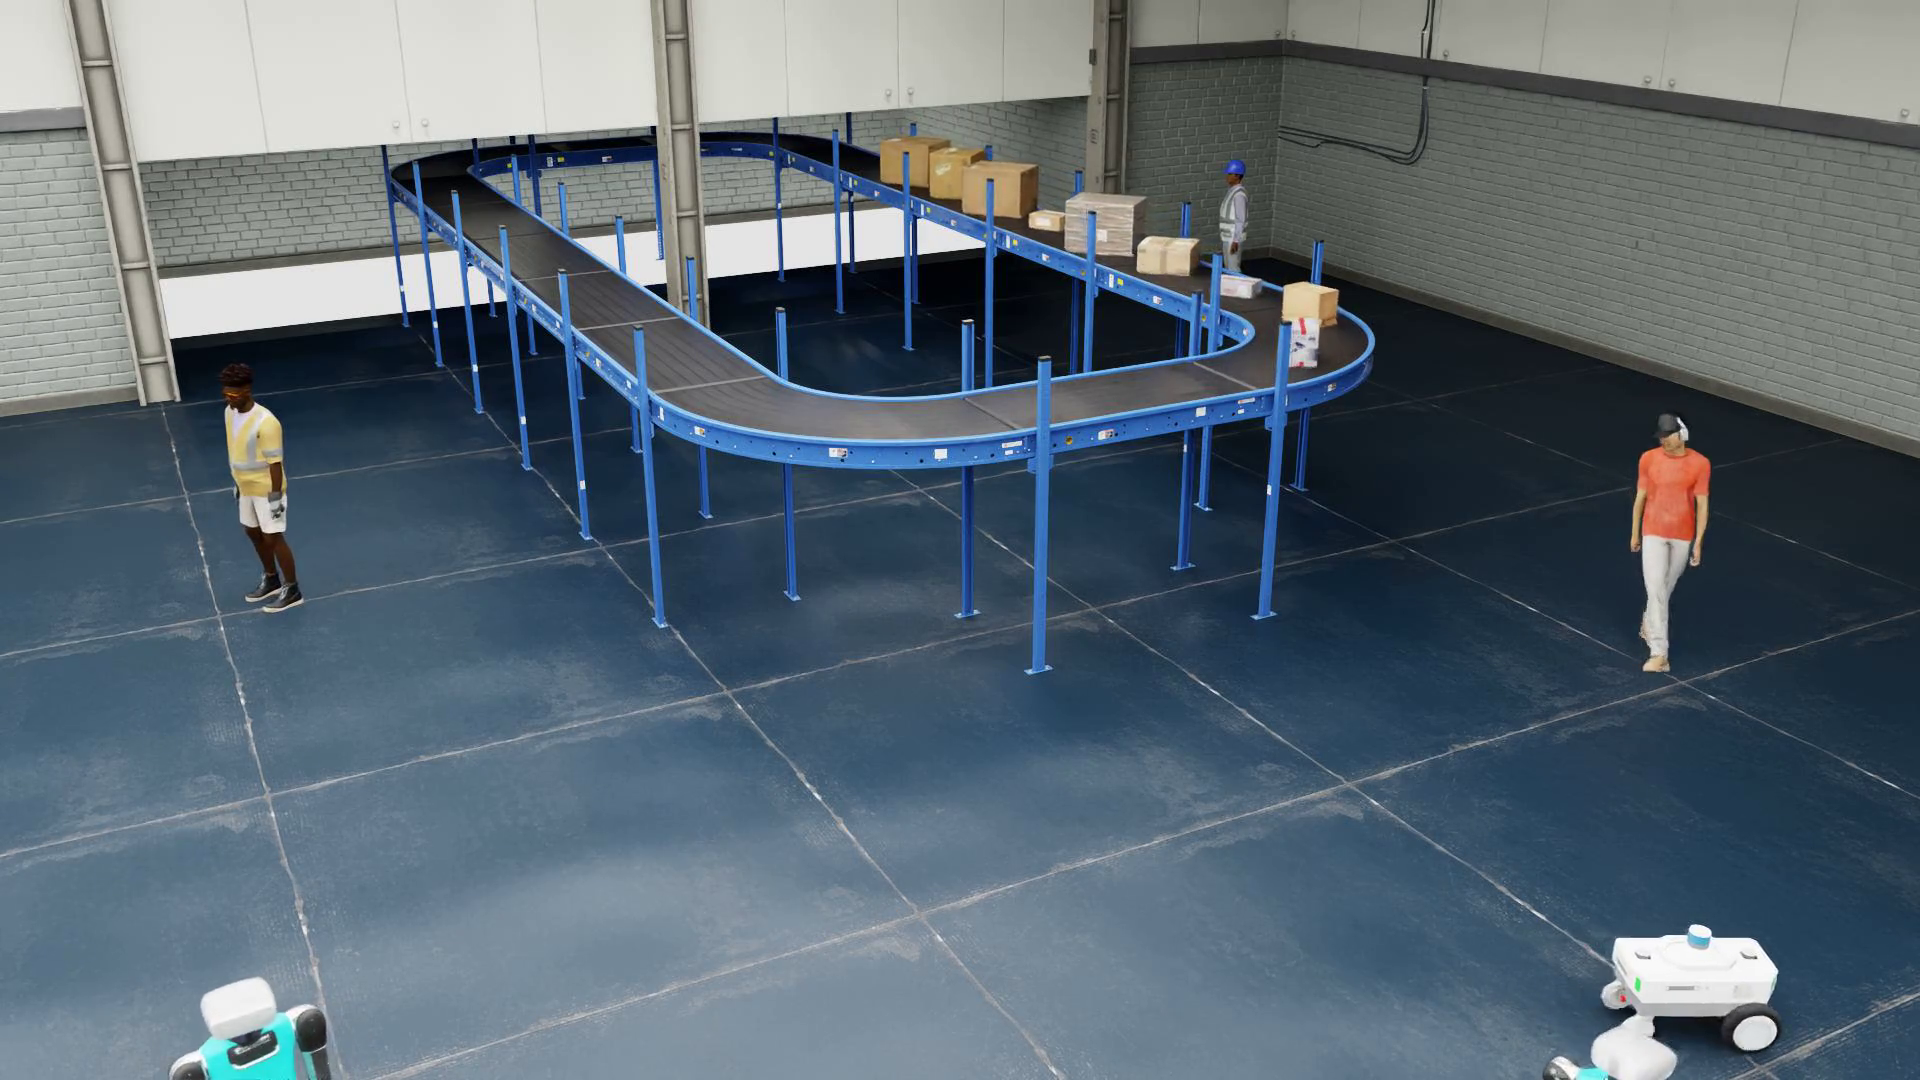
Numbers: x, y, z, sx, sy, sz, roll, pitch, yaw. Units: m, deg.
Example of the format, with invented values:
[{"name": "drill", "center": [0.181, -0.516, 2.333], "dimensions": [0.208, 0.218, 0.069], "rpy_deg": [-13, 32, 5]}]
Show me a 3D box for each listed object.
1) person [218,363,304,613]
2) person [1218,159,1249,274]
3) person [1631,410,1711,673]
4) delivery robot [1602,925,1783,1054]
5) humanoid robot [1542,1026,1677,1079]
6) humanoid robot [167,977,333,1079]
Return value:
[{"name": "person", "center": [-5.327, -0.407, 12.641], "dimensions": [0.611, 1.955, 0.369], "rpy_deg": [17, 28, 36]}, {"name": "person", "center": [3.475, -3.873, 21.209], "dimensions": [0.375, 1.950, 0.613], "rpy_deg": [-1, 22, -2]}, {"name": "person", "center": [4.986, 0.004, 11.756], "dimensions": [0.488, 1.850, 0.897], "rpy_deg": [5, 23, 12]}, {"name": "delivery robot", "center": [3.594, 2.158, 8.143], "dimensions": [0.762, 0.582, 0.499], "rpy_deg": [0, 22, 0]}, {"name": "humanoid robot", "center": [2.449, 2.395, 6.025], "dimensions": [0.952, 1.772, 0.537], "rpy_deg": [-20, 30, -41]}, {"name": "humanoid robot", "center": [-2.302, 2.461, 5.875], "dimensions": [0.544, 1.800, 0.811], "rpy_deg": [-18, 28, -37]}]
